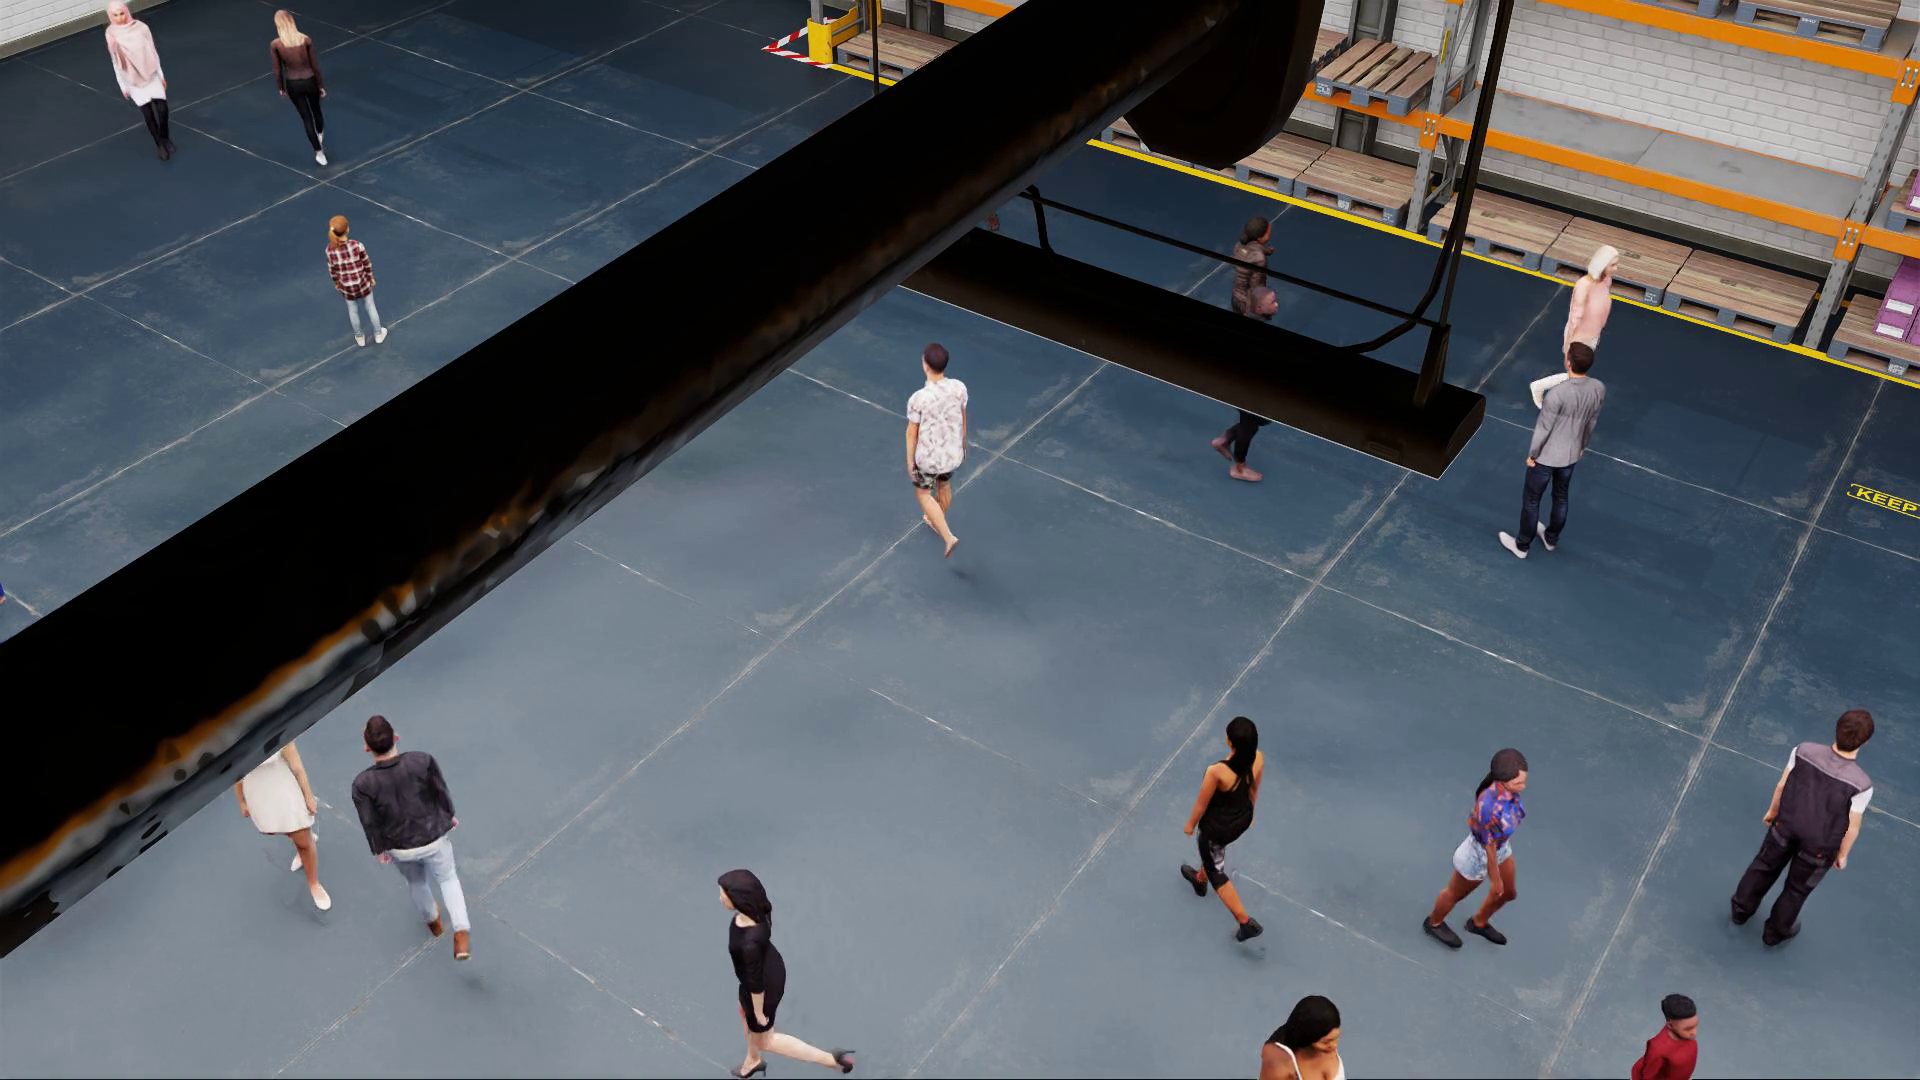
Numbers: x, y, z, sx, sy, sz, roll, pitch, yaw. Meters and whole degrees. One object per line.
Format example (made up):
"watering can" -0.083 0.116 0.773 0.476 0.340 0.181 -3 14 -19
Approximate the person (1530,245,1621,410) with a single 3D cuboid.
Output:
"person" 5.279 -1.794 14.307 0.678 1.713 0.786 -30 47 -32

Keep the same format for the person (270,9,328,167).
"person" -7.205 -4.933 18.276 0.943 1.665 1.146 -17 42 -20

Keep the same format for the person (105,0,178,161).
"person" -9.044 -5.090 18.371 0.746 1.792 0.769 -21 43 -24

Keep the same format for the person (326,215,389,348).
"person" -5.607 -2.397 15.387 0.615 1.307 0.665 -9 39 -11

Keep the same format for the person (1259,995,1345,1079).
"person" 1.606 2.838 8.438 0.748 1.798 0.754 -25 45 -28

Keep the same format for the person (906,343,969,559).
"person" -0.130 -0.660 12.819 0.913 1.797 1.064 -20 43 -23

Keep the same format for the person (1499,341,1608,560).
"person" 4.590 -0.682 12.789 0.770 1.869 0.787 -13 40 -15

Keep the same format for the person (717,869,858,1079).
"person" -0.985 2.421 8.975 1.064 1.780 0.933 0 39 0

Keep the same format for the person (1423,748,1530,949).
"person" 2.981 1.815 9.780 0.707 1.723 0.610 26 46 29

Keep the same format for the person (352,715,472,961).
"person" -3.155 1.791 9.733 0.935 1.818 1.074 -21 43 -24

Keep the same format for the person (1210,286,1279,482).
"person" 2.302 -1.264 13.553 0.824 1.825 0.791 13 40 16

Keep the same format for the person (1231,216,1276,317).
"person" 2.544 -2.121 14.754 0.748 1.666 0.691 -5 39 -7

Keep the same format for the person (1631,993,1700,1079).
"person" 3.678 2.835 8.869 0.634 1.264 0.786 -25 45 -28

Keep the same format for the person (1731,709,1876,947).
"person" 4.985 1.729 9.789 0.803 1.846 0.657 -24 45 -27

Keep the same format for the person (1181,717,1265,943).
"person" 1.623 1.728 9.952 0.823 1.643 1.091 -24 44 -27

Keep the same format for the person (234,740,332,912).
"person" -4.160 1.529 10.154 0.875 1.703 0.919 -10 40 -12
